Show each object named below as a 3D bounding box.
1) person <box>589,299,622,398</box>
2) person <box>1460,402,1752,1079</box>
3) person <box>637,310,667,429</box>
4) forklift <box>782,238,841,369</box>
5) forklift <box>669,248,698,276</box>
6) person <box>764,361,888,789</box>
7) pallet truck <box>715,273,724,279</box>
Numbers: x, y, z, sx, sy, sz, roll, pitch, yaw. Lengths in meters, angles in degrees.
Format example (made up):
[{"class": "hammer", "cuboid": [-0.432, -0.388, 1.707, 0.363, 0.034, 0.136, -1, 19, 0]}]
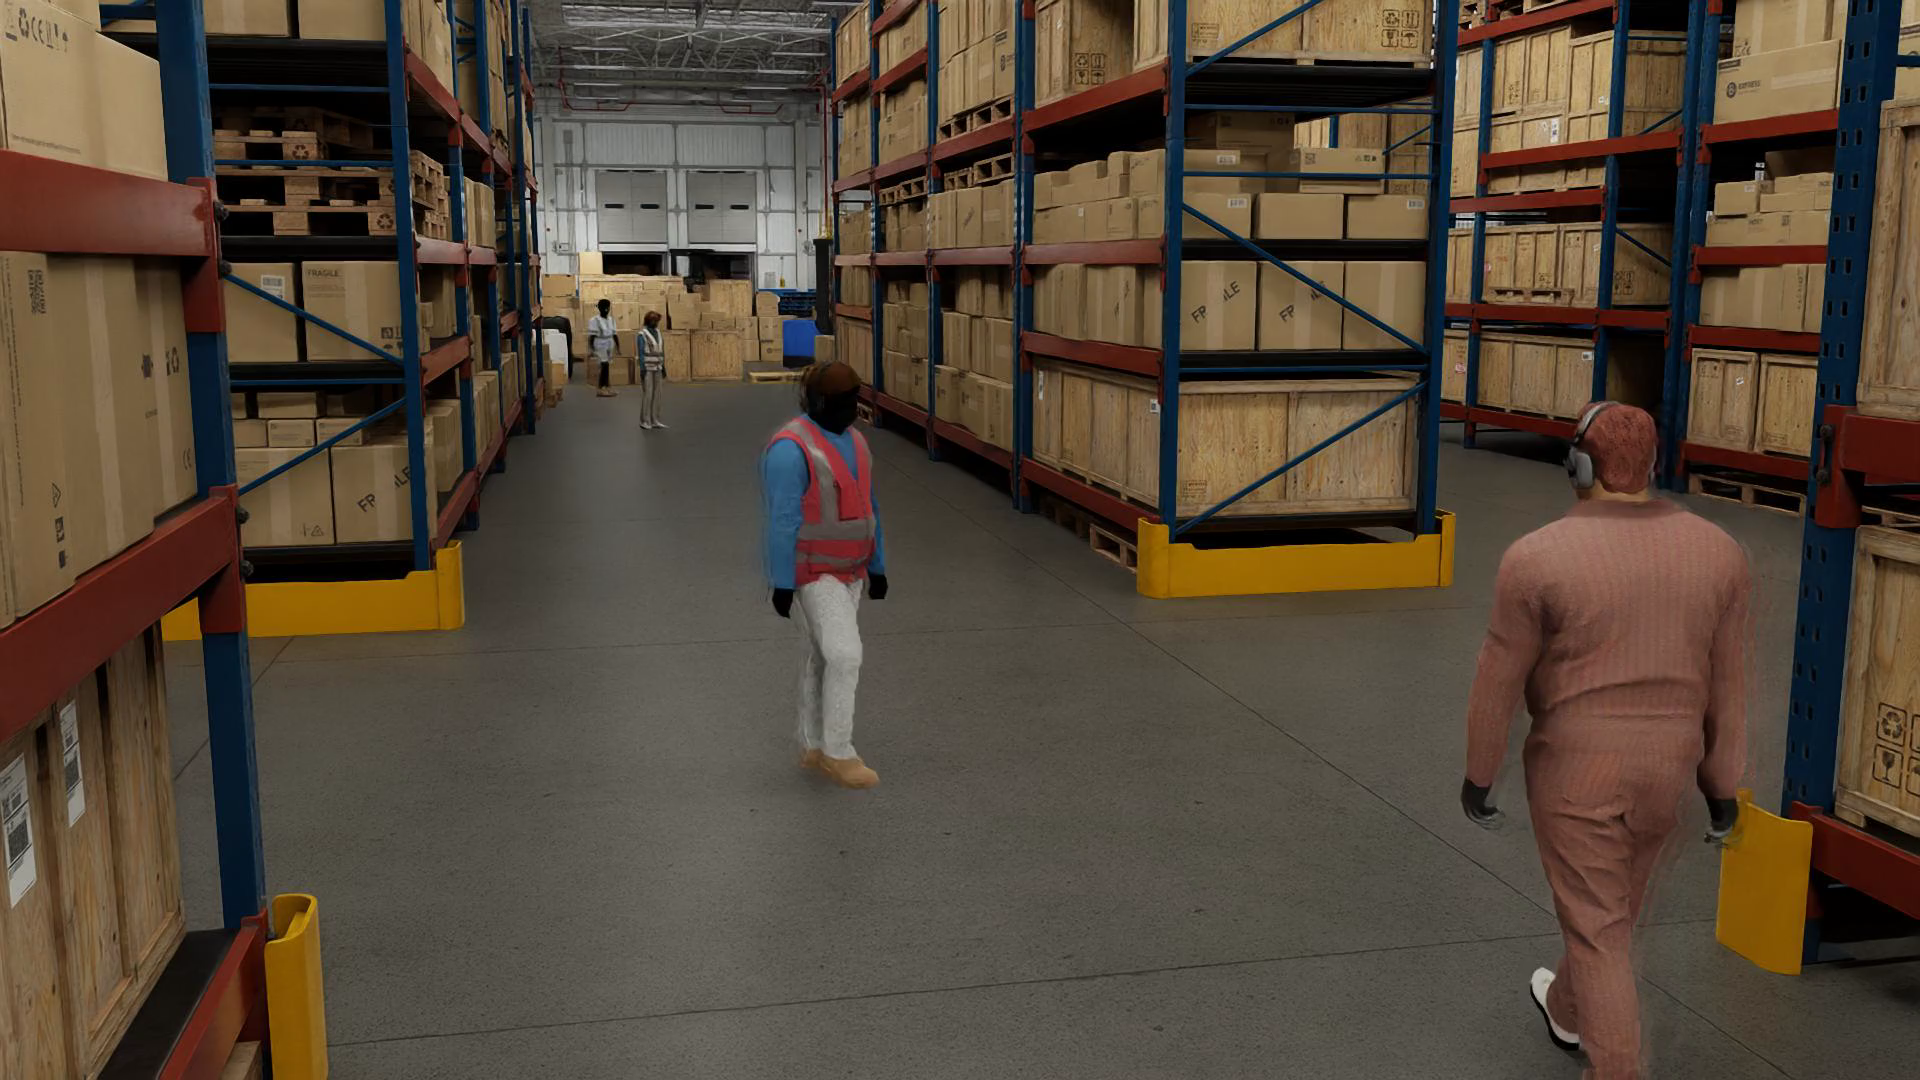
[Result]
[{"class": "person", "cuboid": [-5.973, -3.245, 28.254, 0.787, 1.662, 0.549, 7, 12, 36]}, {"class": "person", "cuboid": [1.644, 0.571, 4.402, 0.665, 1.865, 0.963, -1, 9, -7]}, {"class": "person", "cuboid": [-4.232, -2.333, 22.838, 0.347, 1.628, 0.525, 5, 11, 28]}, {"class": "forklift", "cuboid": [-2.810, -5.090, 35.851, 1.873, 2.768, 1.129, 4, 10, 21]}, {"class": "forklift", "cuboid": [-9.059, -8.182, 54.697, 1.129, 2.768, 1.873, -8, 12, -40]}, {"class": "person", "cuboid": [-0.479, 0.148, 7.126, 0.622, 1.820, 0.653, 5, 10, 27]}, {"class": "pallet truck", "cuboid": [-8.580, -8.986, 62.280, 1.885, 1.965, 0.823, 1, 9, 5]}]
